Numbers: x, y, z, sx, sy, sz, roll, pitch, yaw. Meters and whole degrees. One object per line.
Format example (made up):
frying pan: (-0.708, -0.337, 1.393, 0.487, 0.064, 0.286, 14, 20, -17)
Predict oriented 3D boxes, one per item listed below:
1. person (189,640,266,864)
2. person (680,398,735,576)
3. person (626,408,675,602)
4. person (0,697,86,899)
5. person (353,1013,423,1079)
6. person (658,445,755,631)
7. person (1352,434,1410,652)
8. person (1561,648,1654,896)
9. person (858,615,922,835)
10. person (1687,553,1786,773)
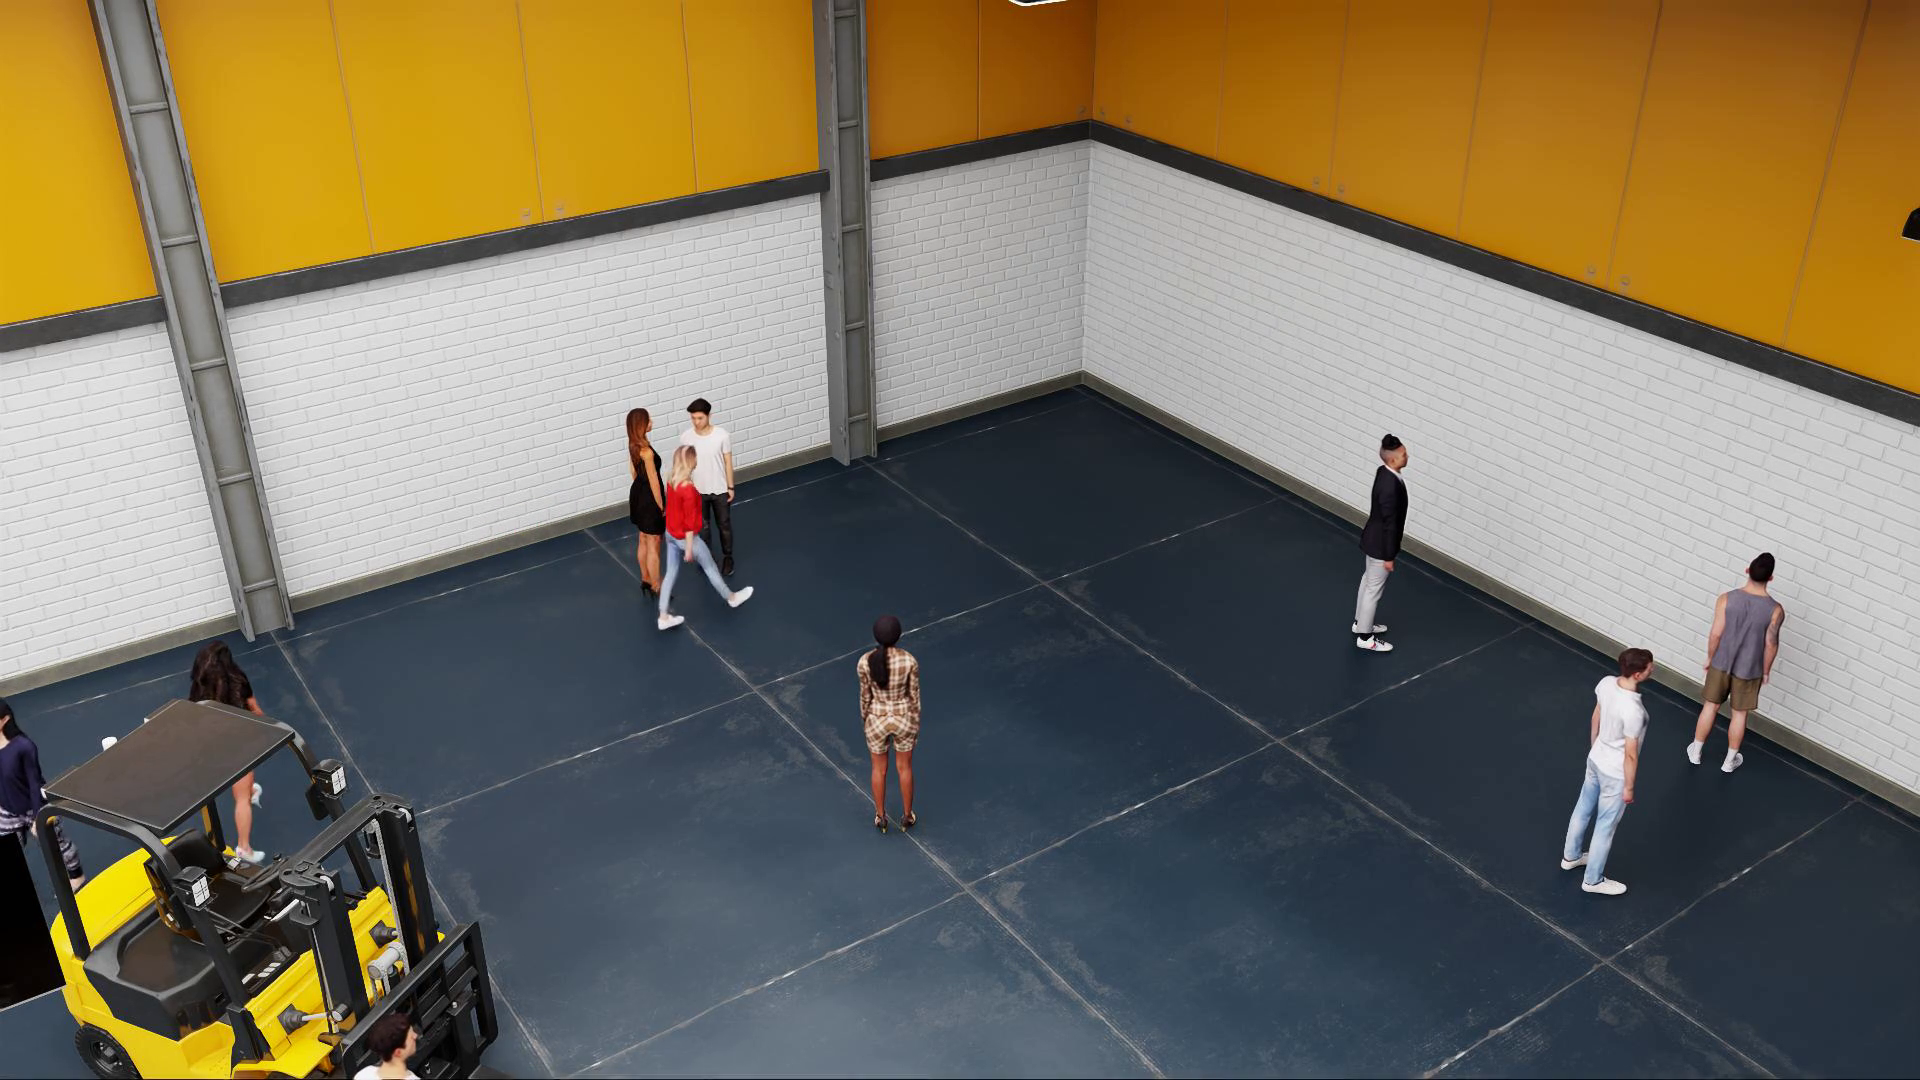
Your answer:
person: (-5.036, 1.509, 11.488, 1.117, 1.542, 1.083, 1, 29, 1)
person: (-2.253, -0.502, 14.993, 0.690, 1.715, 0.774, 2, 29, 3)
person: (-2.721, -0.298, 14.495, 0.513, 1.834, 0.579, -18, 33, -29)
person: (-6.106, 1.692, 10.983, 0.965, 1.703, 1.051, 7, 29, 13)
person: (-2.735, 3.109, 8.302, 0.738, 1.784, 0.761, 11, 30, 19)
person: (-2.417, 0.016, 14.107, 1.111, 1.655, 0.659, -20, 34, -32)
person: (3.509, -0.013, 13.853, 0.836, 1.949, 0.790, 3, 29, 6)
person: (4.354, 1.522, 11.141, 0.699, 1.852, 0.722, -4, 29, -8)
person: (-0.482, 1.296, 11.614, 0.660, 1.795, 0.741, 1, 29, 1)
person: (5.762, 0.911, 12.335, 0.717, 1.847, 0.725, 15, 32, 26)
